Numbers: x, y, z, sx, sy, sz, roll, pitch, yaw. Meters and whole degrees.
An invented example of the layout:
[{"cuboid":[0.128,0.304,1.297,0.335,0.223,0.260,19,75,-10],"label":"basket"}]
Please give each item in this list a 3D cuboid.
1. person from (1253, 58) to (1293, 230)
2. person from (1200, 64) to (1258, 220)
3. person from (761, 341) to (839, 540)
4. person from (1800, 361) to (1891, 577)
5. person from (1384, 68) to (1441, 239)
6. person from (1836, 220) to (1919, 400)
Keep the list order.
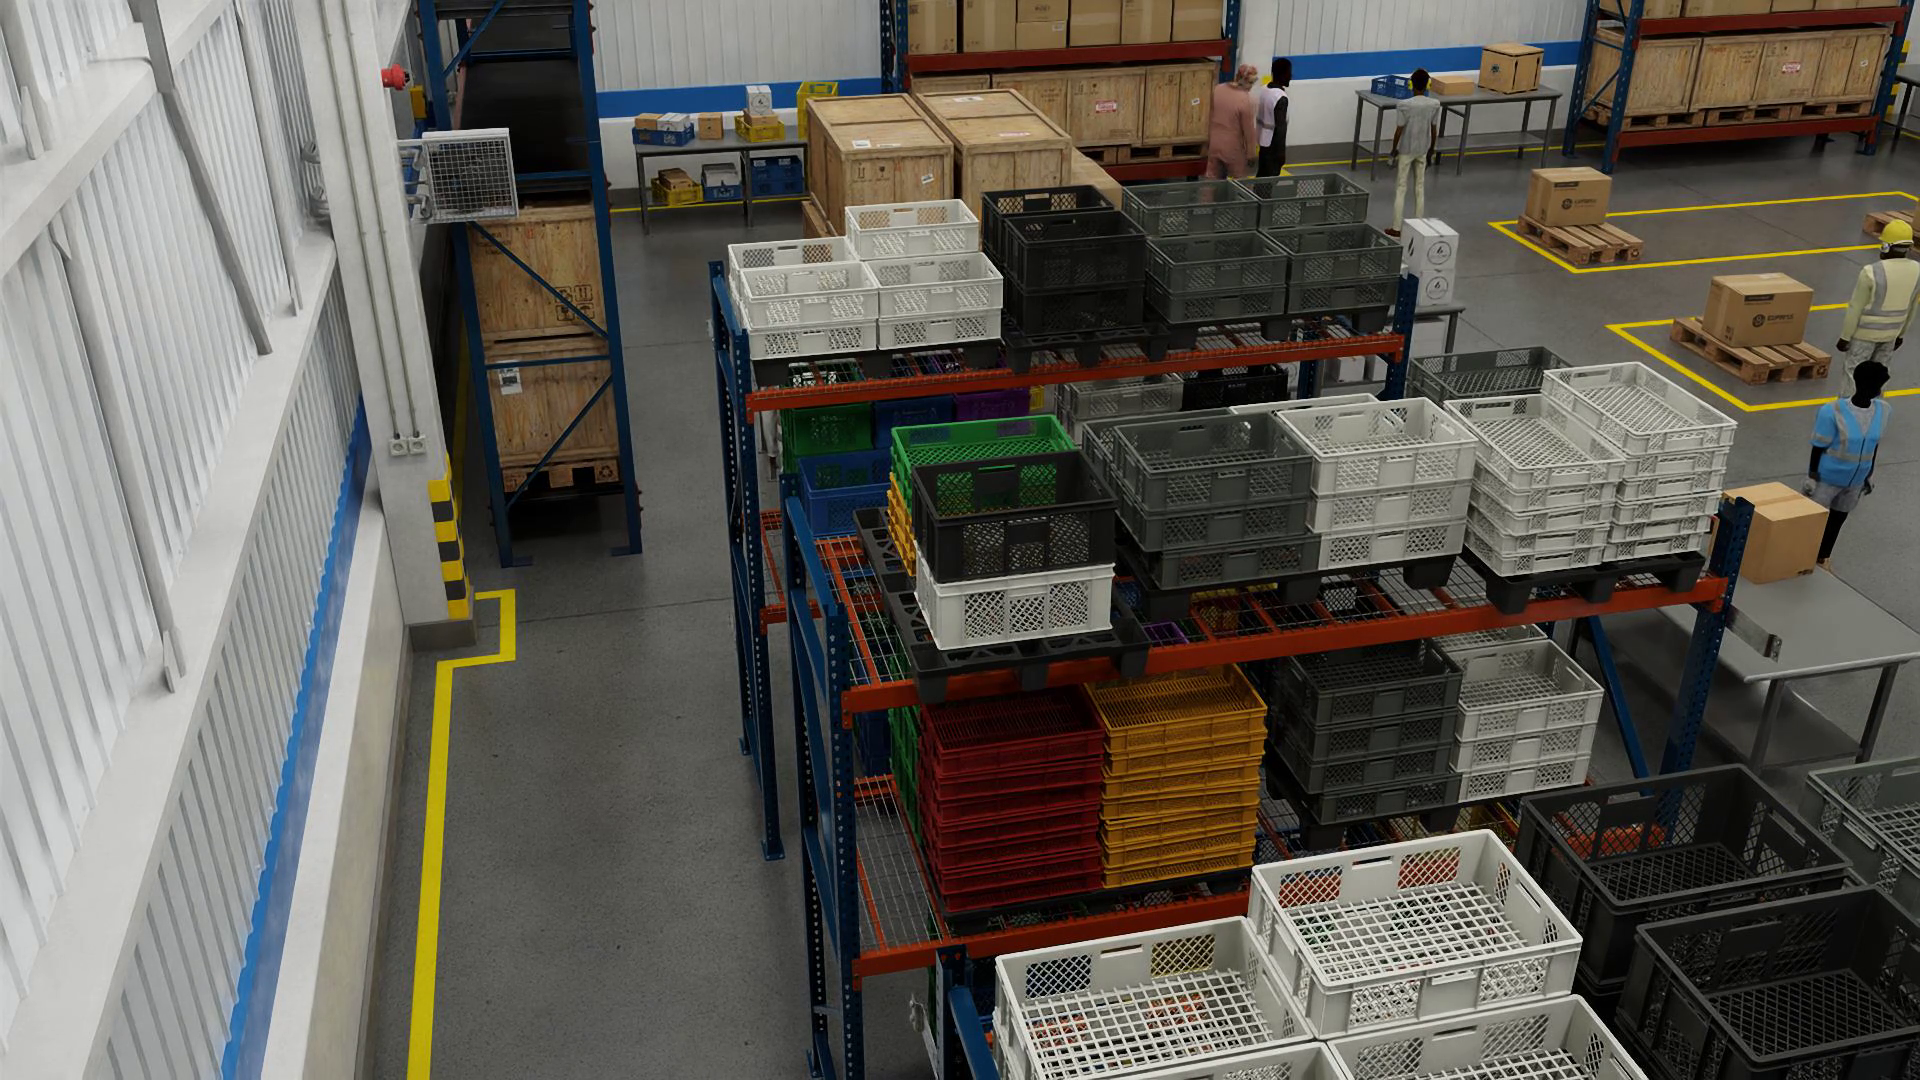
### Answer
[{"cuboid":[3.498,-4.438,18.684,0.377,1.917,0.600,-6,28,-12],"label":"person"},{"cuboid":[3.039,-4.419,18.702,0.449,1.869,0.693,-20,34,-33],"label":"person"},{"cuboid":[-1.063,-0.624,11.484,0.575,1.885,0.355,3,28,6],"label":"person"},{"cuboid":[5.982,-0.433,11.320,0.530,1.695,0.321,-4,28,-8],"label":"person"},{"cuboid":[5.001,-4.271,18.426,0.521,1.865,0.328,-2,28,-4],"label":"person"},{"cuboid":[7.483,-1.717,13.623,0.593,1.824,0.403,-5,28,-10],"label":"person"}]
